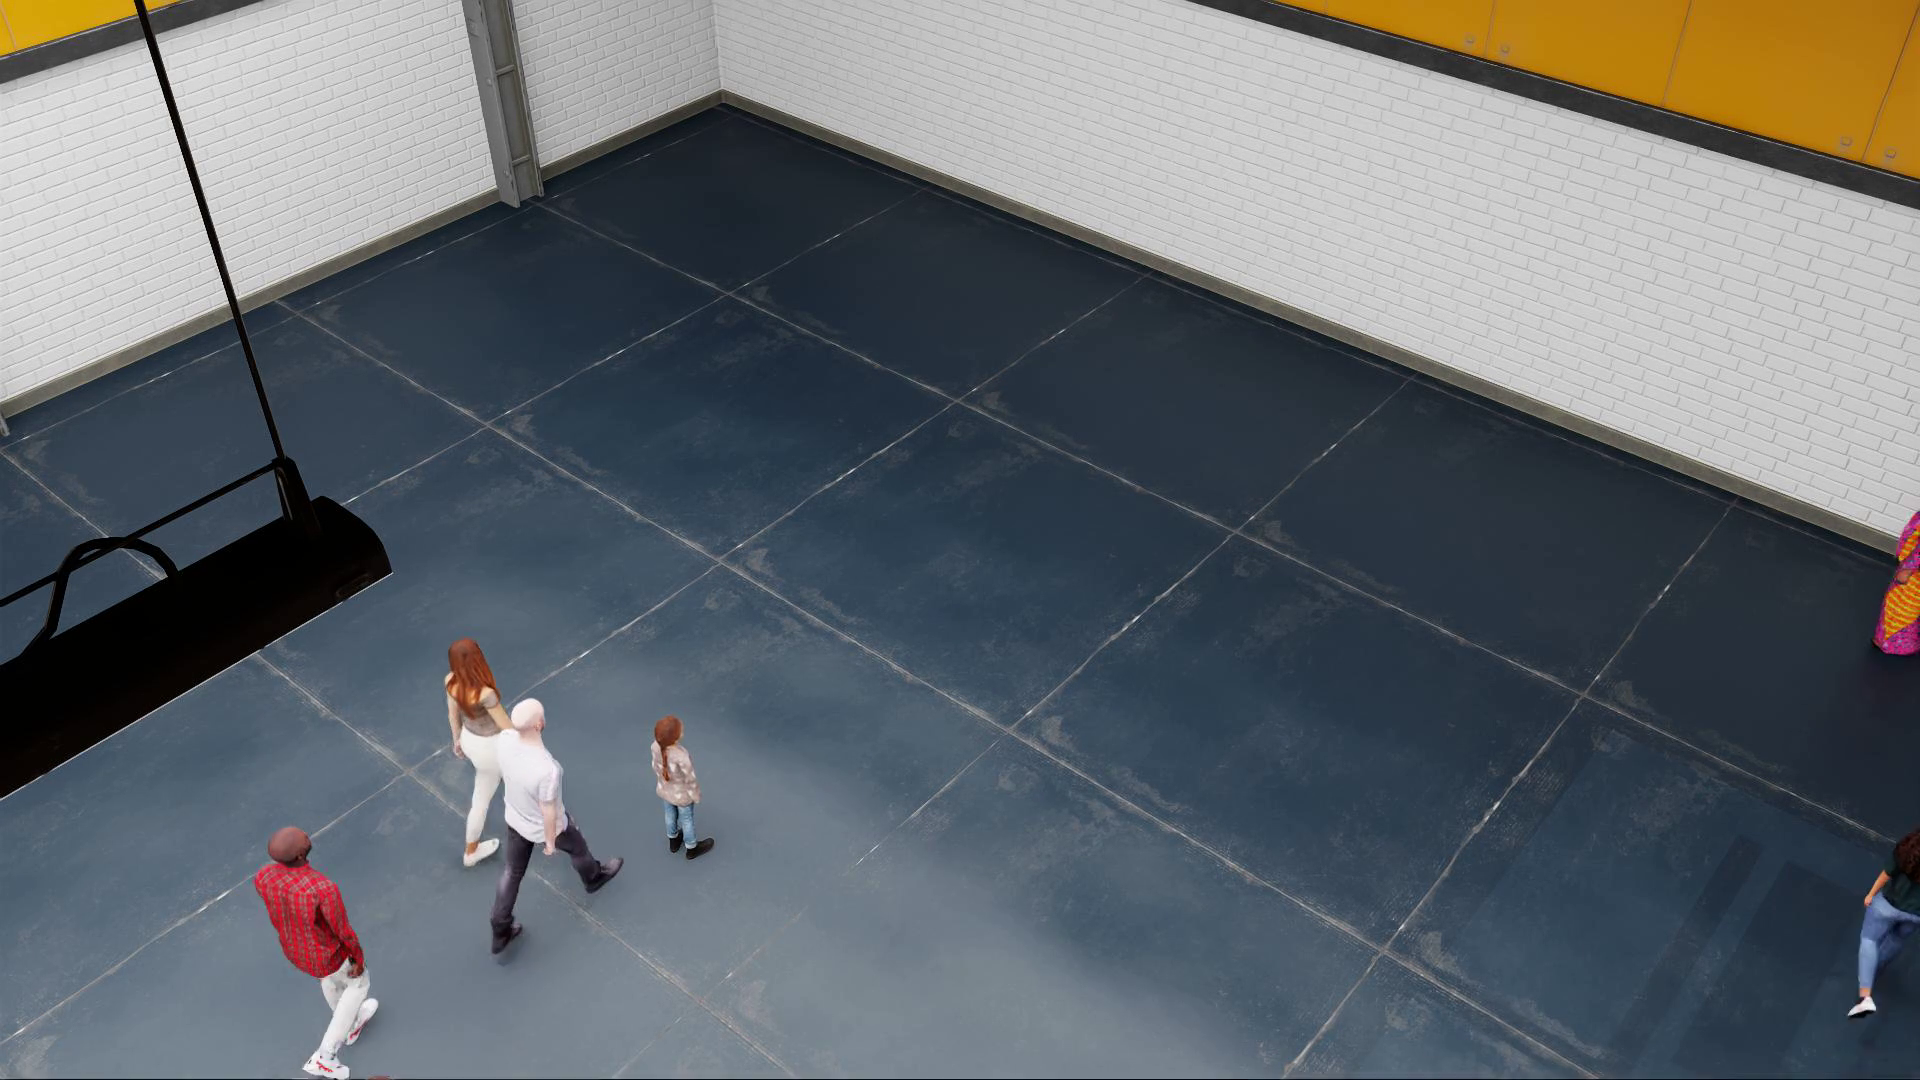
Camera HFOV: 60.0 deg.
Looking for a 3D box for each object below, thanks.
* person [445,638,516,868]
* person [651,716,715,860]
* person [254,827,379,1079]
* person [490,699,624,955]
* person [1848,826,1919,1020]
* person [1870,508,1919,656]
[{"bbox_3d":[-3.069,1.383,10.520,0.596,1.684,1.087,27,46,29],"label":"person"},{"bbox_3d":[-1.819,1.582,10.662,0.511,1.195,0.492,21,43,25],"label":"person"},{"bbox_3d":[-3.615,2.315,9.255,0.875,1.805,1.031,12,40,14],"label":"person"},{"bbox_3d":[-2.612,1.745,9.981,0.737,1.790,1.258,24,44,27],"label":"person"},{"bbox_3d":[5.464,2.158,9.618,0.741,1.598,0.996,17,41,20],"label":"person"},{"bbox_3d":[7.083,0.144,12.103,0.683,1.644,0.880,-20,43,-23],"label":"person"}]
